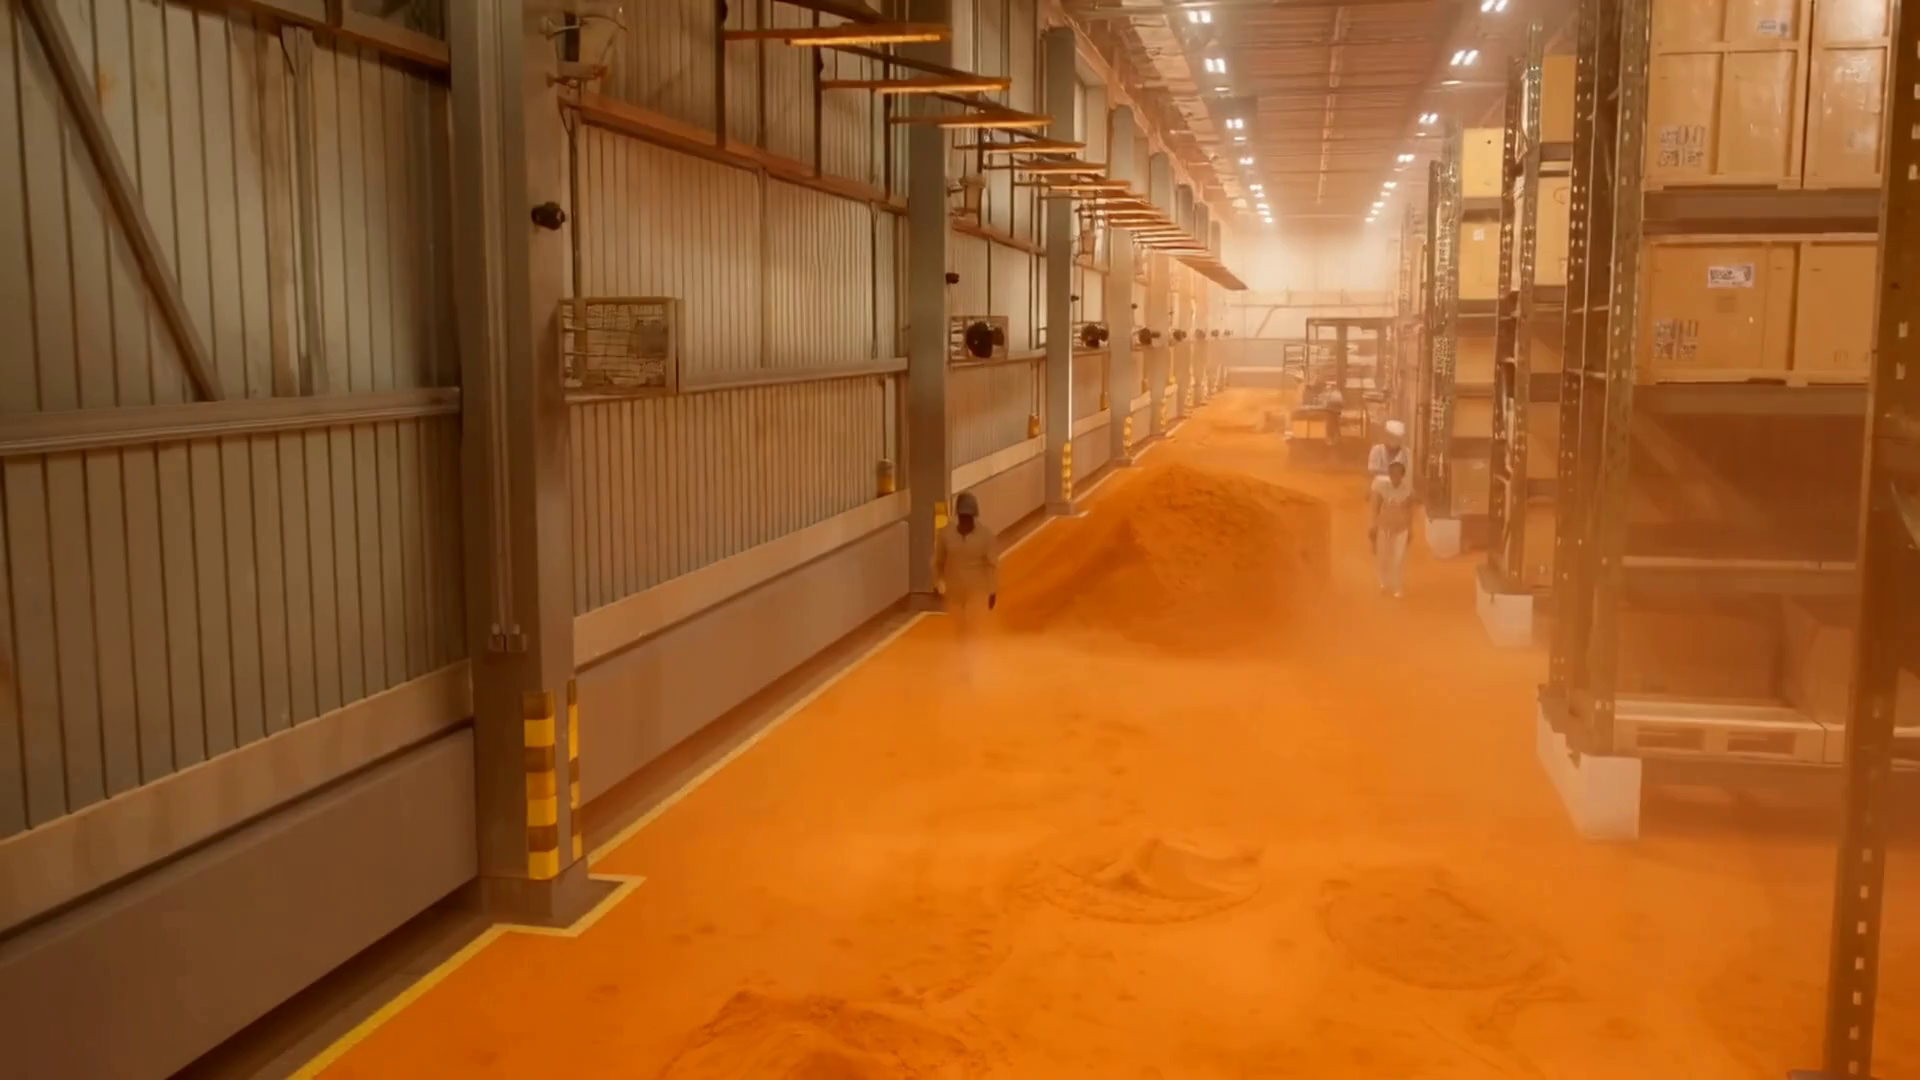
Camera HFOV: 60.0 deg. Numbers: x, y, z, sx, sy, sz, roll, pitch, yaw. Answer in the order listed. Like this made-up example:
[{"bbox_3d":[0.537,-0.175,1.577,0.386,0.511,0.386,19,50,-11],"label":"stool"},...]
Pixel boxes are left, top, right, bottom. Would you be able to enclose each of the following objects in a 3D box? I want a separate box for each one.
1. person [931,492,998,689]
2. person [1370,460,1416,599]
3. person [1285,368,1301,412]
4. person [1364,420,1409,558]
[{"bbox_3d":[0.040,0.427,14.654,0.565,1.702,0.913,2,7,12],"label":"person"},{"bbox_3d":[5.077,-0.143,19.538,0.518,1.618,0.583,1,7,10],"label":"person"},{"bbox_3d":[11.748,-5.140,58.701,0.632,1.829,0.465,-2,7,-15],"label":"person"},{"bbox_3d":[5.912,-0.697,22.901,0.552,1.886,0.919,-1,7,-11],"label":"person"}]
